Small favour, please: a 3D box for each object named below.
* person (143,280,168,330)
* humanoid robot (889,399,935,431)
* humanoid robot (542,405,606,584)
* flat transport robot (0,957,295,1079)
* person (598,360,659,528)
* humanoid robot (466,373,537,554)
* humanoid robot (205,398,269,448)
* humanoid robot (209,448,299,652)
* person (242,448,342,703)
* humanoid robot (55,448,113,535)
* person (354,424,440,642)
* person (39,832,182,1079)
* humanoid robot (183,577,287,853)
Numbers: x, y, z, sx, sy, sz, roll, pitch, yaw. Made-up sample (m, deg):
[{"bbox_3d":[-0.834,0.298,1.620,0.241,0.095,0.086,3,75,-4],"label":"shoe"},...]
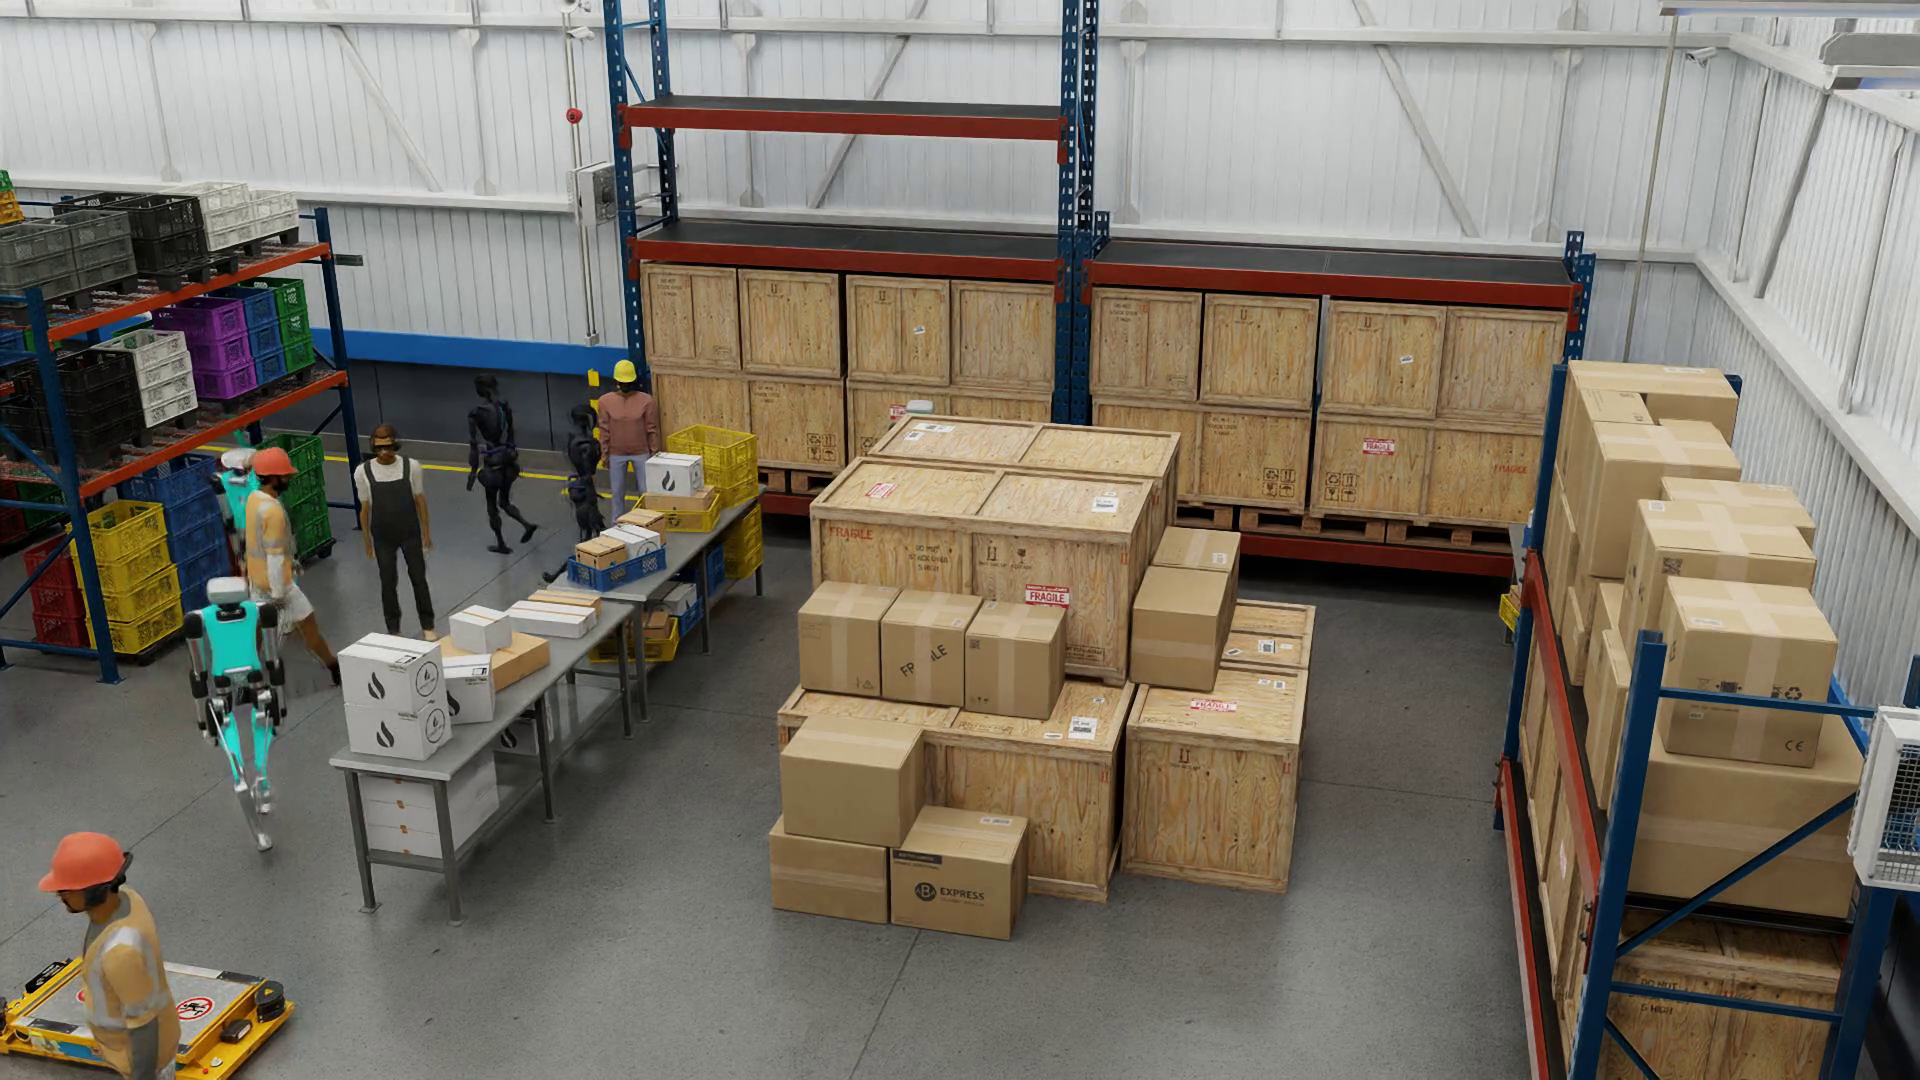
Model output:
[{"bbox_3d":[-8.632,-2.080,18.295,0.563,1.836,0.392,-3,21,-8],"label":"person"},{"bbox_3d":[-0.303,-0.254,13.464,0.533,1.677,0.735,-1,21,-2],"label":"humanoid robot"},{"bbox_3d":[-3.216,-0.356,14.060,0.743,1.630,0.612,-6,22,-15],"label":"humanoid robot"},{"bbox_3d":[-4.270,2.464,8.601,1.431,0.231,0.659,5,22,13],"label":"flat transport robot"},{"bbox_3d":[-2.974,-0.775,14.991,0.529,1.761,0.341,-2,21,-5],"label":"person"},{"bbox_3d":[-4.098,-0.665,14.814,0.446,1.647,0.593,10,23,24],"label":"humanoid robot"},{"bbox_3d":[-6.953,-1.201,16.211,0.559,1.753,1.072,7,22,18],"label":"humanoid robot"},{"bbox_3d":[-5.307,0.031,12.881,0.531,1.708,0.972,2,21,6],"label":"humanoid robot"},{"bbox_3d":[-4.899,0.234,12.154,0.981,1.885,0.559,-17,27,-38],"label":"person"},{"bbox_3d":[-7.860,-0.714,14.935,0.600,1.644,0.335,4,21,9],"label":"humanoid robot"},{"bbox_3d":[-4.376,-0.031,12.935,0.506,1.835,0.336,-8,22,-19],"label":"person"},{"bbox_3d":[-3.486,2.129,6.994,0.393,2.043,0.607,-11,23,-26],"label":"person"},{"bbox_3d":[-4.323,1.107,10.096,0.558,1.736,1.032,-11,24,-27],"label":"humanoid robot"}]
